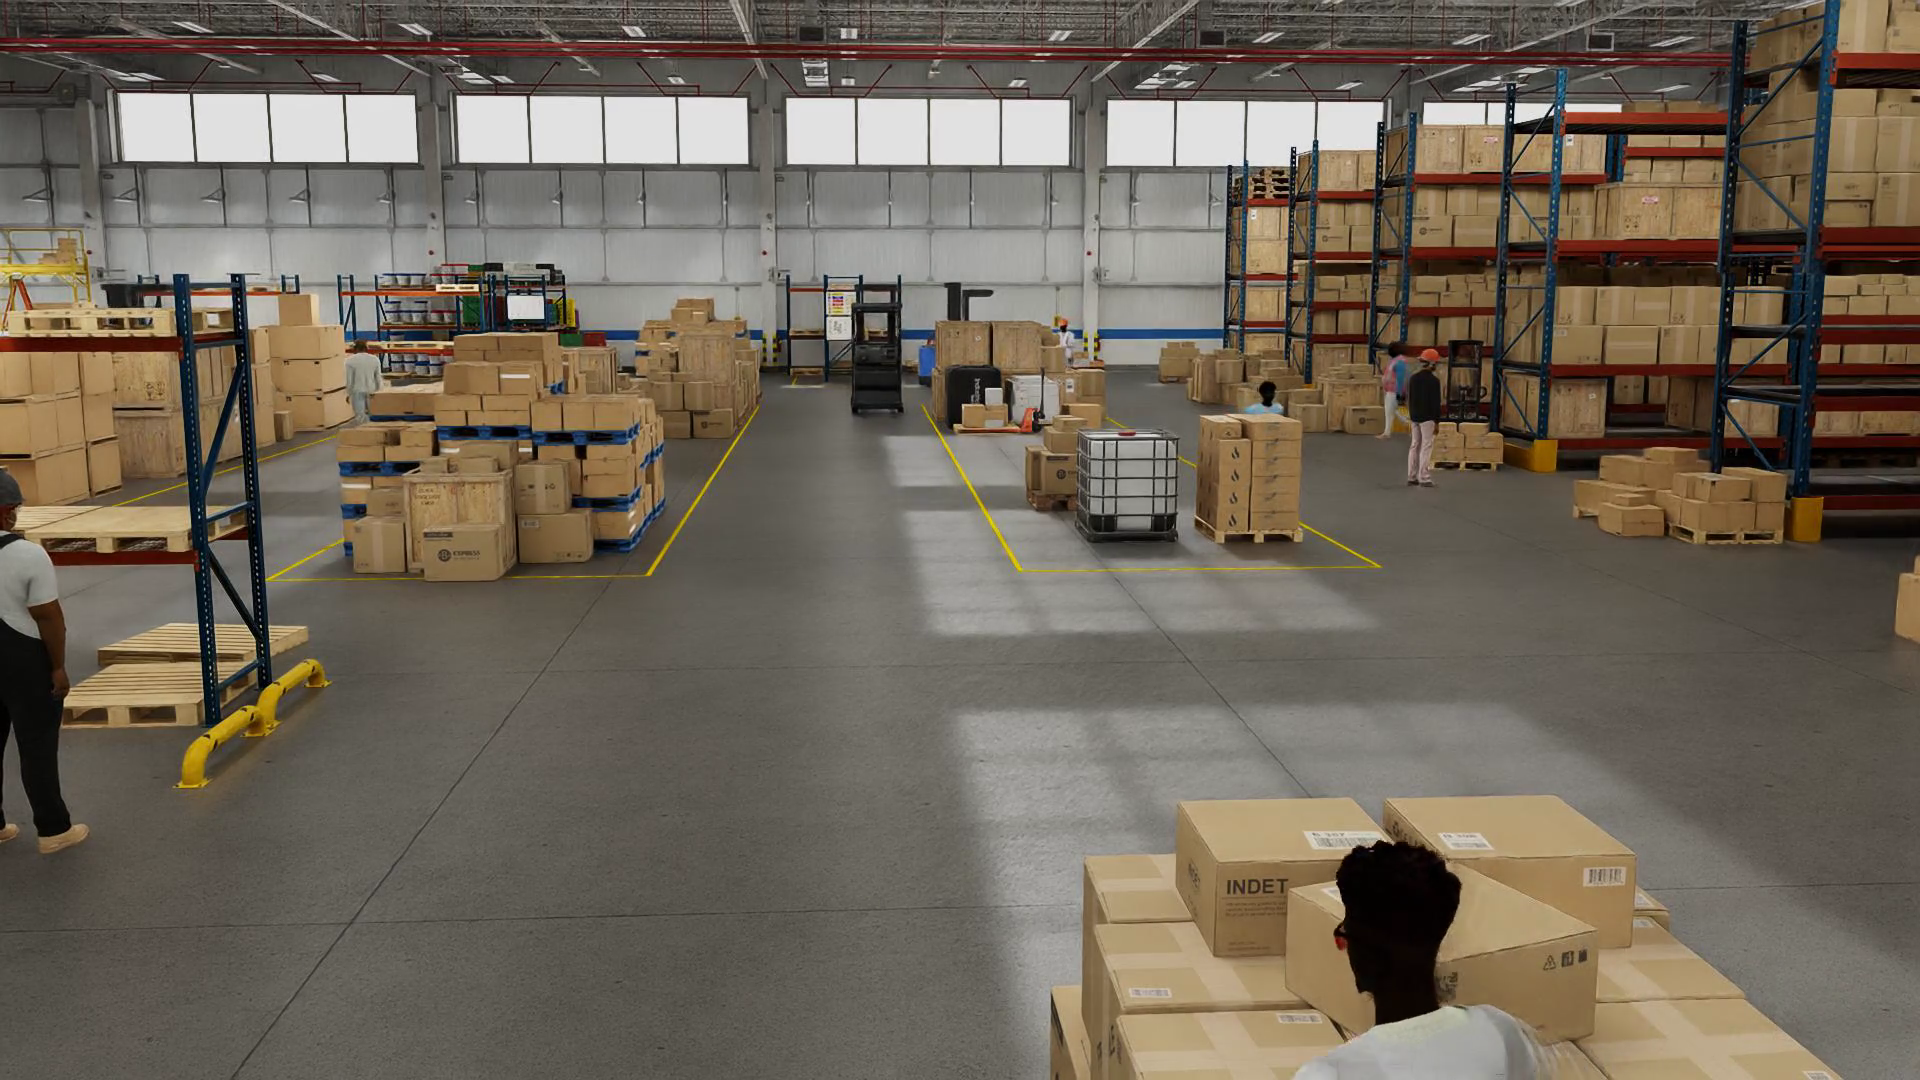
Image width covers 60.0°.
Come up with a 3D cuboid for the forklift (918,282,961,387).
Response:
[{"bbox_3d":[-0.184,-5.567,44.987,1.873,2.768,1.129,-1,9,-4],"label":"forklift"}]

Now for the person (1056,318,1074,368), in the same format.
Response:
[{"bbox_3d":[2.611,-4.747,42.889,0.575,1.900,0.902,5,11,31],"label":"person"}]

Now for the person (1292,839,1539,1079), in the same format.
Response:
[{"bbox_3d":[0.869,1.544,3.330,0.616,1.931,0.890,-6,11,-32],"label":"person"}]

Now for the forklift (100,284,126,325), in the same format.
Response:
[{"bbox_3d":[-18.721,-4.295,37.000,1.873,2.768,1.129,-6,11,-32],"label":"forklift"}]

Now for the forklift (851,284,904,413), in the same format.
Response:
[{"bbox_3d":[-1.858,-4.257,36.763,1.129,2.768,1.873,-1,9,-5],"label":"forklift"}]

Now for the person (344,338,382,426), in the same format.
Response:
[{"bbox_3d":[-10.387,-2.547,28.970,0.632,1.938,0.359,-6,11,-35],"label":"person"}]

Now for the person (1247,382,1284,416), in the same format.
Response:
[{"bbox_3d":[3.926,-1.185,21.249,0.541,1.663,0.813,-2,9,-12],"label":"person"}]

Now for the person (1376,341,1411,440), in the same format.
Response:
[{"bbox_3d":[8.014,-2.748,30.574,0.606,1.830,0.641,1,9,3],"label":"person"}]

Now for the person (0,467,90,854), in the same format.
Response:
[{"bbox_3d":[-4.966,0.627,8.722,0.690,2.000,0.536,1,9,4],"label":"person"}]

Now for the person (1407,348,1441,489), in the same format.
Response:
[{"bbox_3d":[6.611,-1.727,23.651,0.380,1.994,0.611,-4,10,-24],"label":"person"}]

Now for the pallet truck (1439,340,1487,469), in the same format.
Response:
[{"bbox_3d":[8.004,-2.170,26.422,0.823,1.965,1.885,2,9,14],"label":"pallet truck"}]
